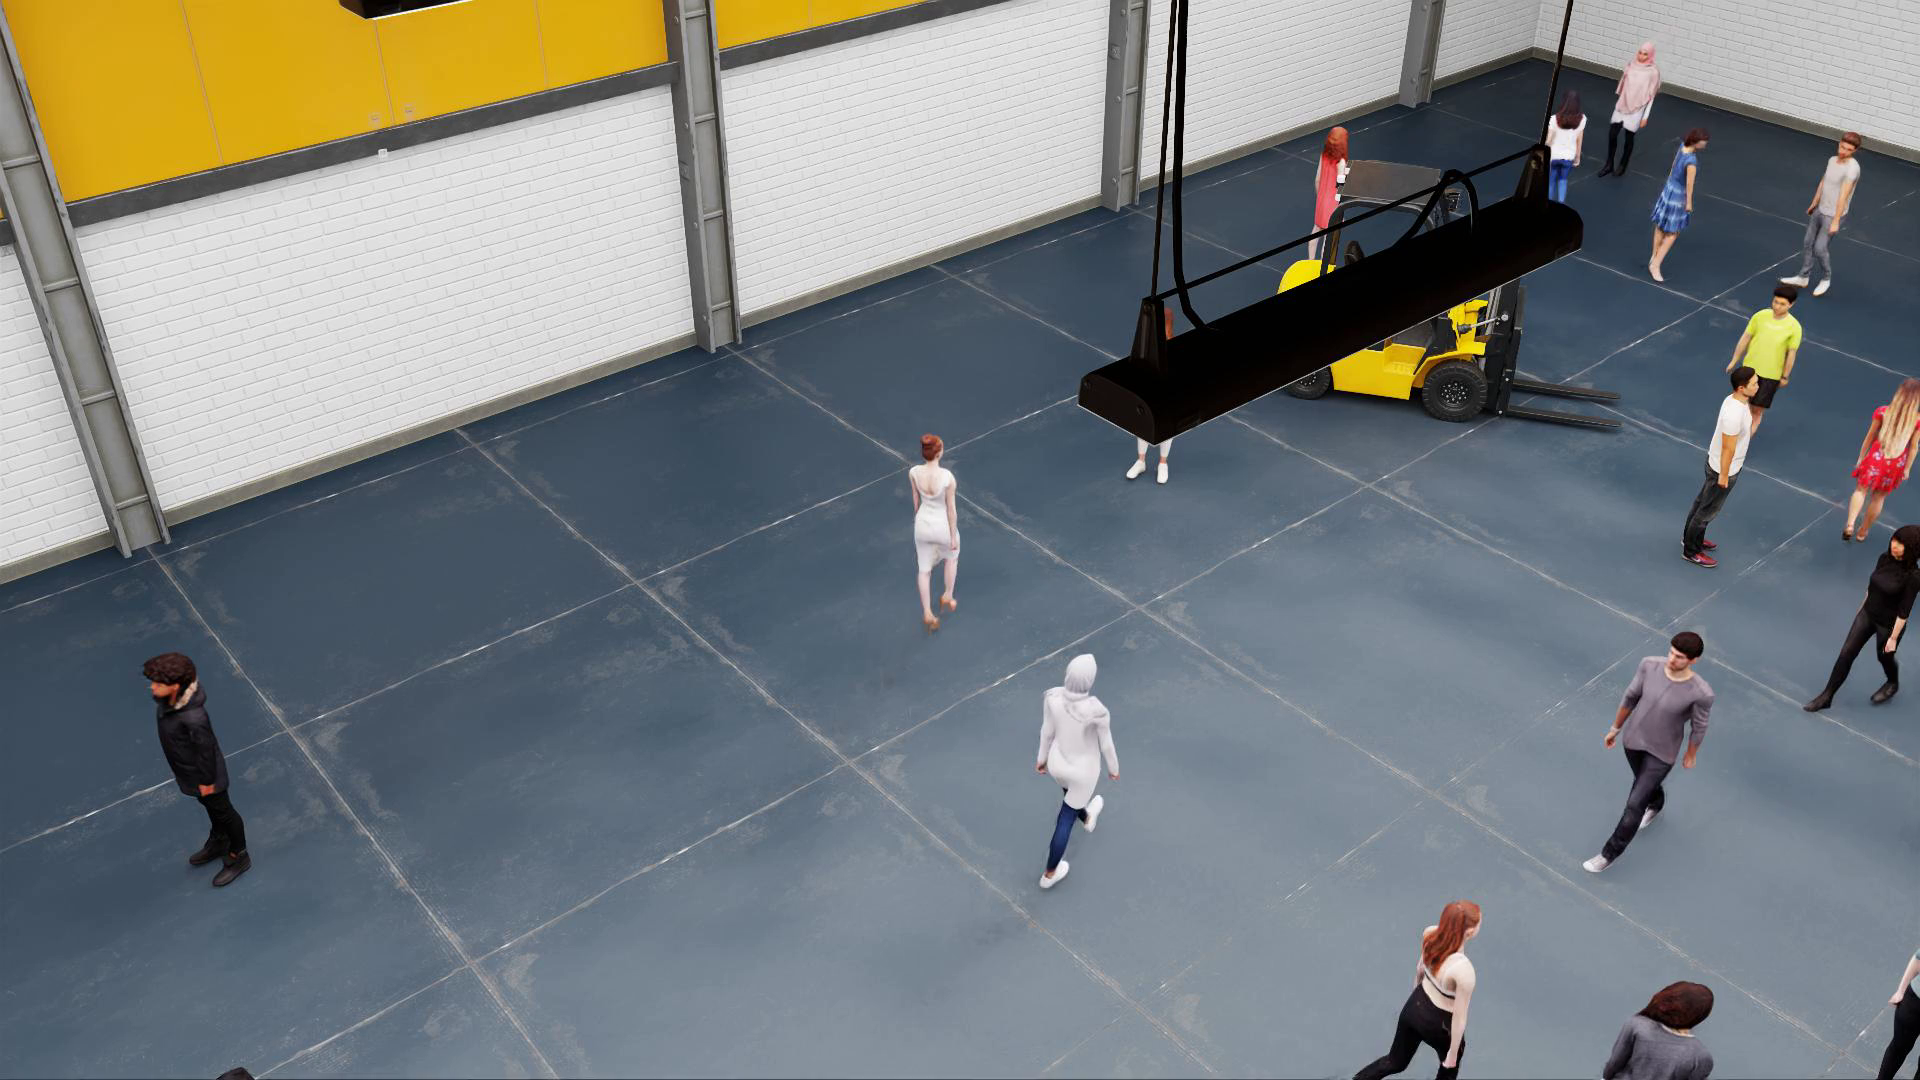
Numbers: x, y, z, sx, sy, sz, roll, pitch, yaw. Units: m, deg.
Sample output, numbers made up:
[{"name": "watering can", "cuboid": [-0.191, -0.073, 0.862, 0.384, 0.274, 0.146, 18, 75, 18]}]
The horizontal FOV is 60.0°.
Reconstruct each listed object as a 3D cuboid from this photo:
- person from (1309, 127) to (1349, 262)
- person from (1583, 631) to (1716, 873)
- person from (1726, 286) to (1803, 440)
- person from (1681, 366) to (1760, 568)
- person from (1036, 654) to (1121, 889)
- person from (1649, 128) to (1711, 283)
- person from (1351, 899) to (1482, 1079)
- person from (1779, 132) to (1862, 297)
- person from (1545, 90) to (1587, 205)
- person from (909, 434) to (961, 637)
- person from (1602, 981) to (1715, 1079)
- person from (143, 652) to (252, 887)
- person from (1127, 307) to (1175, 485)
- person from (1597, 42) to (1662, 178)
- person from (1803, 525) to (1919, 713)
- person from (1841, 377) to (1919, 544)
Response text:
[{"name": "person", "cuboid": [4.118, -3.735, 18.604, 0.592, 1.827, 0.656, -15, 36, -21]}, {"name": "person", "cuboid": [4.645, 1.320, 11.014, 1.204, 1.810, 0.780, -20, 39, -27]}, {"name": "person", "cuboid": [7.554, -1.636, 15.585, 0.970, 1.672, 0.634, -24, 41, -32]}, {"name": "person", "cuboid": [6.394, -0.643, 13.972, 0.773, 1.805, 0.636, 13, 36, 19]}, {"name": "person", "cuboid": [0.685, 1.538, 10.751, 0.835, 1.738, 1.147, 21, 39, 28]}, {"name": "person", "cuboid": [8.065, -3.848, 18.818, 0.810, 1.778, 0.790, -9, 35, -13]}, {"name": "person", "cuboid": [2.473, 2.660, 9.086, 1.225, 1.712, 0.929, -9, 35, -13]}, {"name": "person", "cuboid": [9.639, -3.586, 18.334, 0.914, 1.878, 0.883, 4, 34, 6]}, {"name": "person", "cuboid": [7.218, -4.520, 19.921, 0.747, 1.676, 0.813, 1, 34, 1]}, {"name": "person", "cuboid": [-0.253, -0.007, 13.041, 0.743, 1.777, 0.814, 15, 37, 22]}, {"name": "person", "cuboid": [3.490, 2.991, 8.563, 0.799, 1.740, 1.090, 19, 38, 27]}, {"name": "person", "cuboid": [-4.955, 1.453, 10.839, 0.611, 1.781, 0.633, -29, 43, -36]}, {"name": "person", "cuboid": [1.791, -1.336, 15.098, 0.684, 1.713, 0.705, 11, 35, 17]}, {"name": "person", "cuboid": [8.653, -5.522, 21.338, 0.777, 1.777, 0.689, -28, 43, -35]}, {"name": "person", "cuboid": [6.874, 0.597, 12.283, 1.127, 1.609, 0.828, -11, 35, -17]}, {"name": "person", "cuboid": [7.832, -0.611, 14.127, 0.686, 1.580, 0.837, 21, 39, 28]}]
